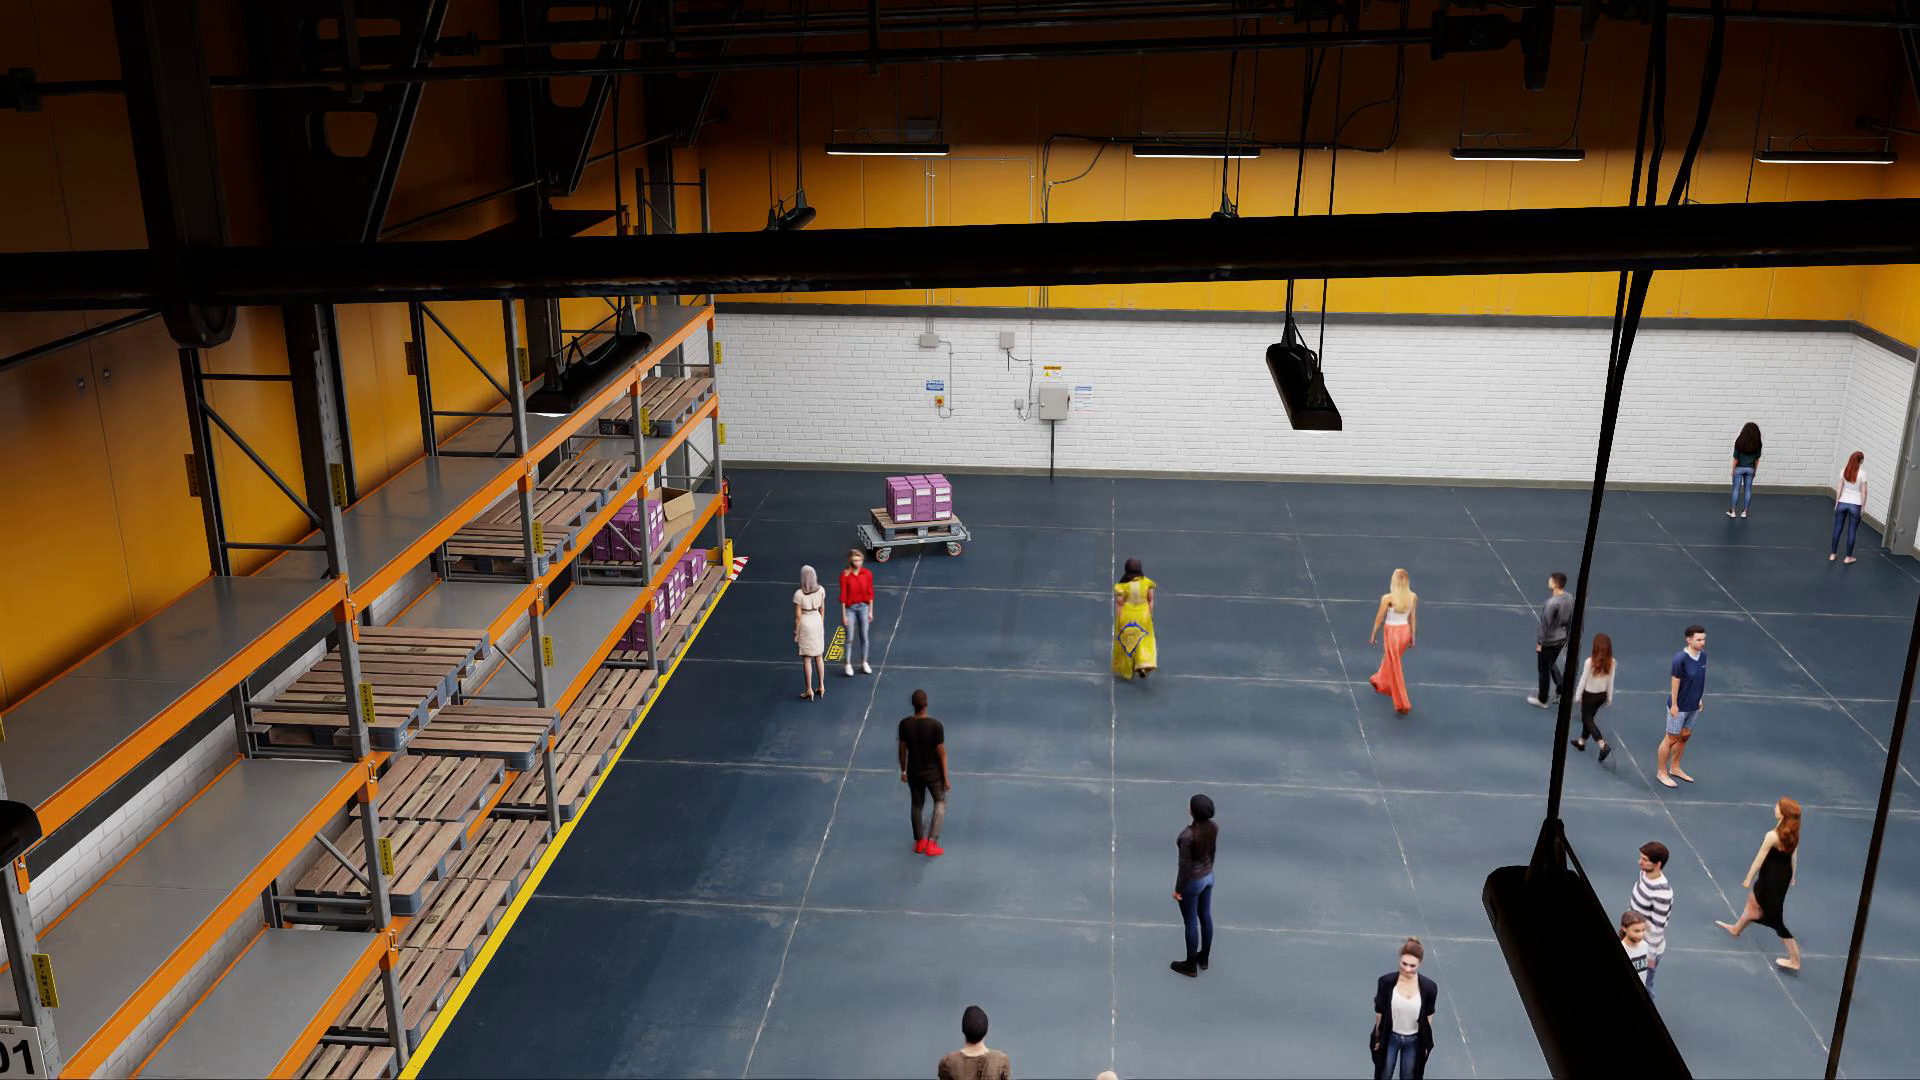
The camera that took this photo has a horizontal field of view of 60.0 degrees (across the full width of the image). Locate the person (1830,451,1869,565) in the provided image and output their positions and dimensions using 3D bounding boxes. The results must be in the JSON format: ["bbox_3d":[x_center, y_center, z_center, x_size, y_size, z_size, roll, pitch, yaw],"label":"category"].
[{"bbox_3d":[13.572,-0.508,25.385,0.703,1.739,0.654,-17,25,-41],"label":"person"}]

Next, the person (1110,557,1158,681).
[{"bbox_3d":[2.216,1.031,20.956,0.817,1.650,0.937,-2,19,-6],"label":"person"}]

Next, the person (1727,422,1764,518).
[{"bbox_3d":[13.000,-1.174,27.554,0.617,1.617,0.617,4,19,10],"label":"person"}]

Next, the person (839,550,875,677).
[{"bbox_3d":[-1.323,0.910,21.238,0.688,1.699,0.672,-6,19,-17],"label":"person"}]

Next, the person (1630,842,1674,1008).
[{"bbox_3d":[5.707,3.334,13.813,0.701,1.844,0.443,2,19,5],"label":"person"}]

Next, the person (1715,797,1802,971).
[{"bbox_3d":[7.376,3.108,14.909,1.016,1.572,1.171,-11,22,-30],"label":"person"}]

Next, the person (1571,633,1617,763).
[{"bbox_3d":[7.262,1.813,18.927,0.758,1.462,0.992,-5,19,-15],"label":"person"}]

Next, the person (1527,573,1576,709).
[{"bbox_3d":[7.245,1.242,20.161,0.830,1.756,0.894,-12,22,-32],"label":"person"}]

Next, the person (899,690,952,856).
[{"bbox_3d":[-0.381,2.375,16.731,0.799,1.798,0.792,6,20,18],"label":"person"}]

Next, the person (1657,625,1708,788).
[{"bbox_3d":[7.989,1.797,18.365,0.709,1.850,0.729,-9,21,-26],"label":"person"}]

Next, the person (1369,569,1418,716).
[{"bbox_3d":[5.304,1.265,20.112,0.941,1.745,1.343,-4,19,-13],"label":"person"}]

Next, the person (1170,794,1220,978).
[{"bbox_3d":[2.110,3.054,14.799,0.707,1.746,0.771,-16,24,-39],"label":"person"}]

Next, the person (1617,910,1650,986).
[{"bbox_3d":[5.293,3.653,13.308,0.622,1.562,0.646,-7,20,-20],"label":"person"}]

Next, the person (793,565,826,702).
[{"bbox_3d":[-1.842,1.139,20.501,0.692,1.736,0.737,-13,22,-33],"label":"person"}]

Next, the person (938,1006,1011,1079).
[{"bbox_3d":[0.088,4.114,11.472,0.885,1.860,1.212,-4,19,-12],"label":"person"}]

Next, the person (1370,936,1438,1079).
[{"bbox_3d":[3.368,3.791,12.694,0.659,1.691,0.604,4,19,13],"label":"person"}]
